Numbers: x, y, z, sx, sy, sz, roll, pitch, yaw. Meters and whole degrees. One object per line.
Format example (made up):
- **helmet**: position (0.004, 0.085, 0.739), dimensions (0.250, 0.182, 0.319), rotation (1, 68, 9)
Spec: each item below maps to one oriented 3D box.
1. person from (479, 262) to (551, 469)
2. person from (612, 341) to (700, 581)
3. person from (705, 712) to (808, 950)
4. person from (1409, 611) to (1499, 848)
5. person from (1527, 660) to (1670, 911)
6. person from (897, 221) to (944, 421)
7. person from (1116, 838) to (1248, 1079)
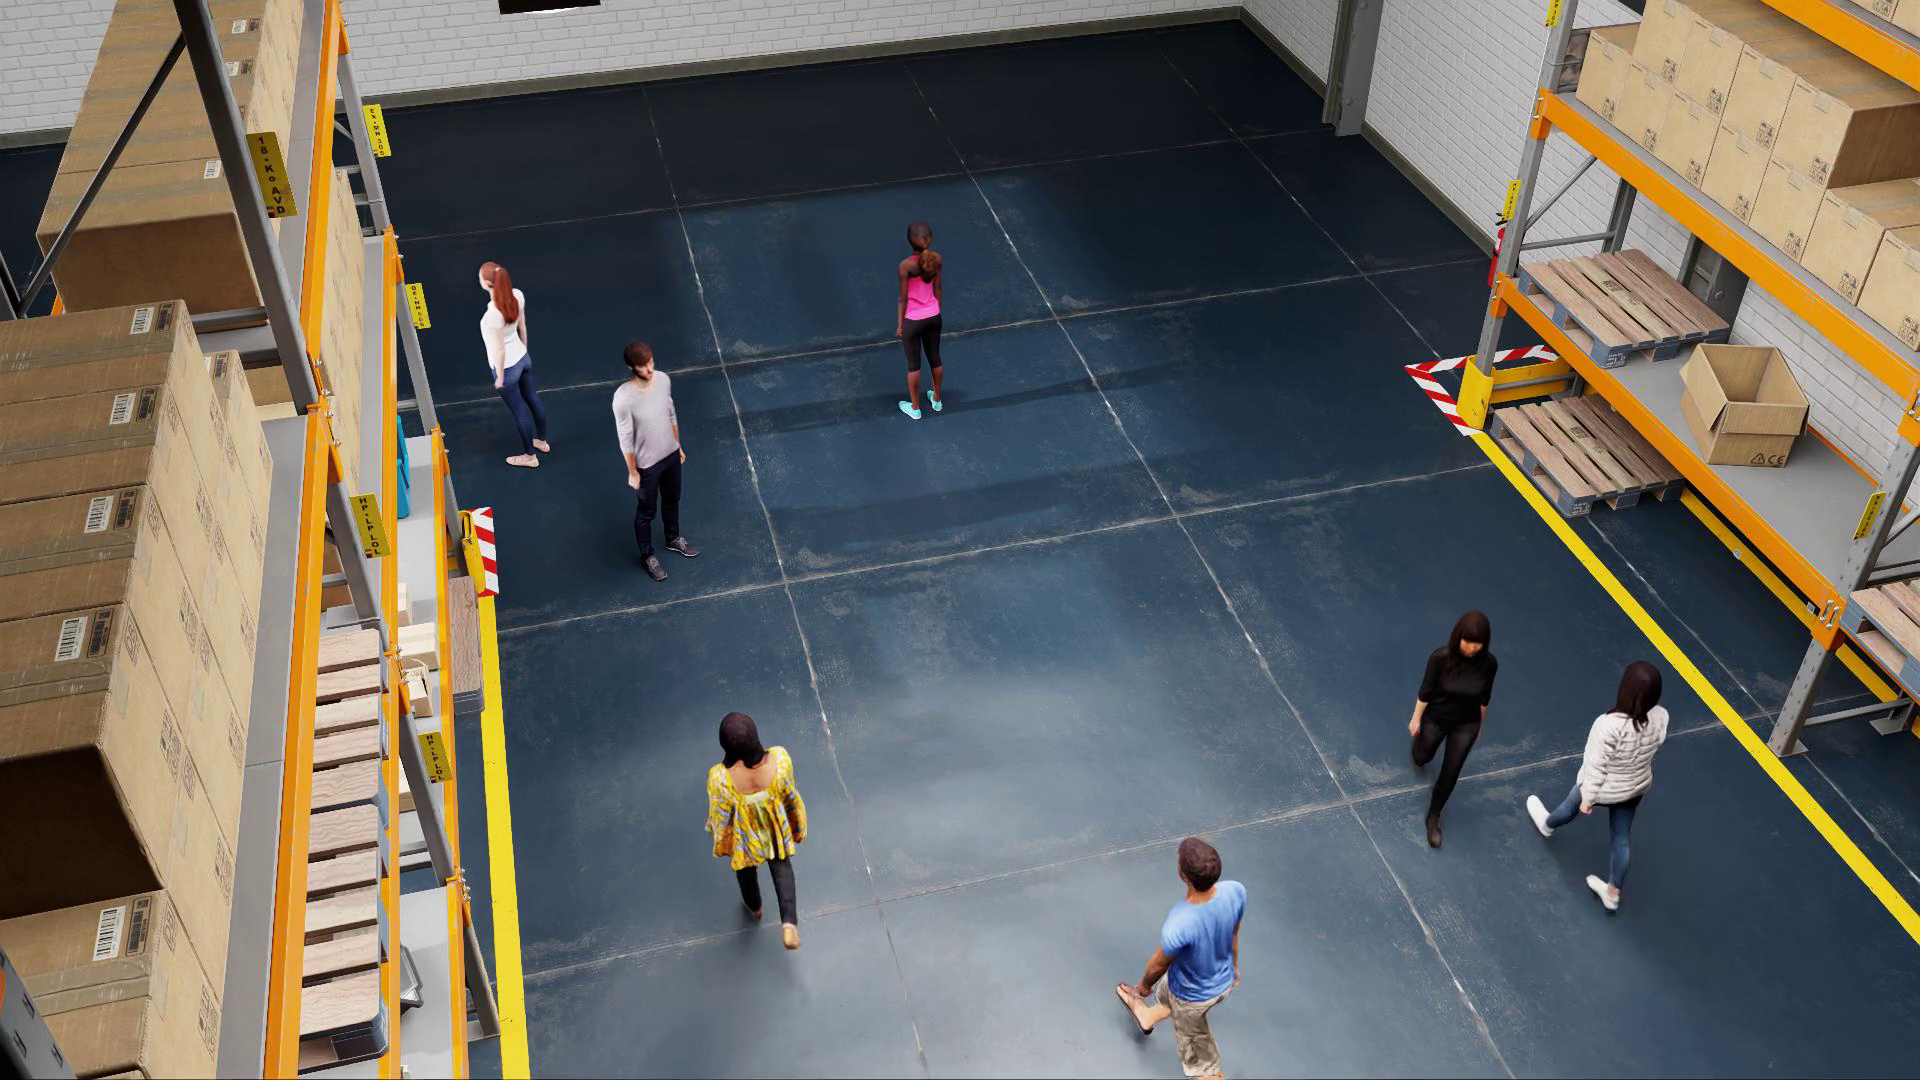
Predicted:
- **person**: position (-3.396, -1.337, 12.663), dimensions (0.717, 1.739, 0.630), rotation (13, 40, 15)
- **person**: position (-2.154, -0.589, 11.642), dimensions (0.763, 1.844, 0.736), rotation (25, 45, 28)
- **person**: position (-1.079, 1.615, 9.046), dimensions (0.737, 1.640, 0.913), rotation (-14, 41, -16)
- **person**: position (2.880, 1.014, 9.811), dimensions (0.818, 1.624, 1.031), rotation (5, 39, 6)
- **person**: position (3.717, 1.417, 9.336), dimensions (0.629, 1.588, 1.038), rotation (-10, 40, -12)
- **person**: position (-0.305, -1.748, 13.190), dimensions (0.611, 1.724, 0.627), rotation (-21, 43, -24)
- **person**: position (1.223, 2.239, 8.123), dimensions (0.989, 1.817, 1.324), rotation (-26, 45, -28)
